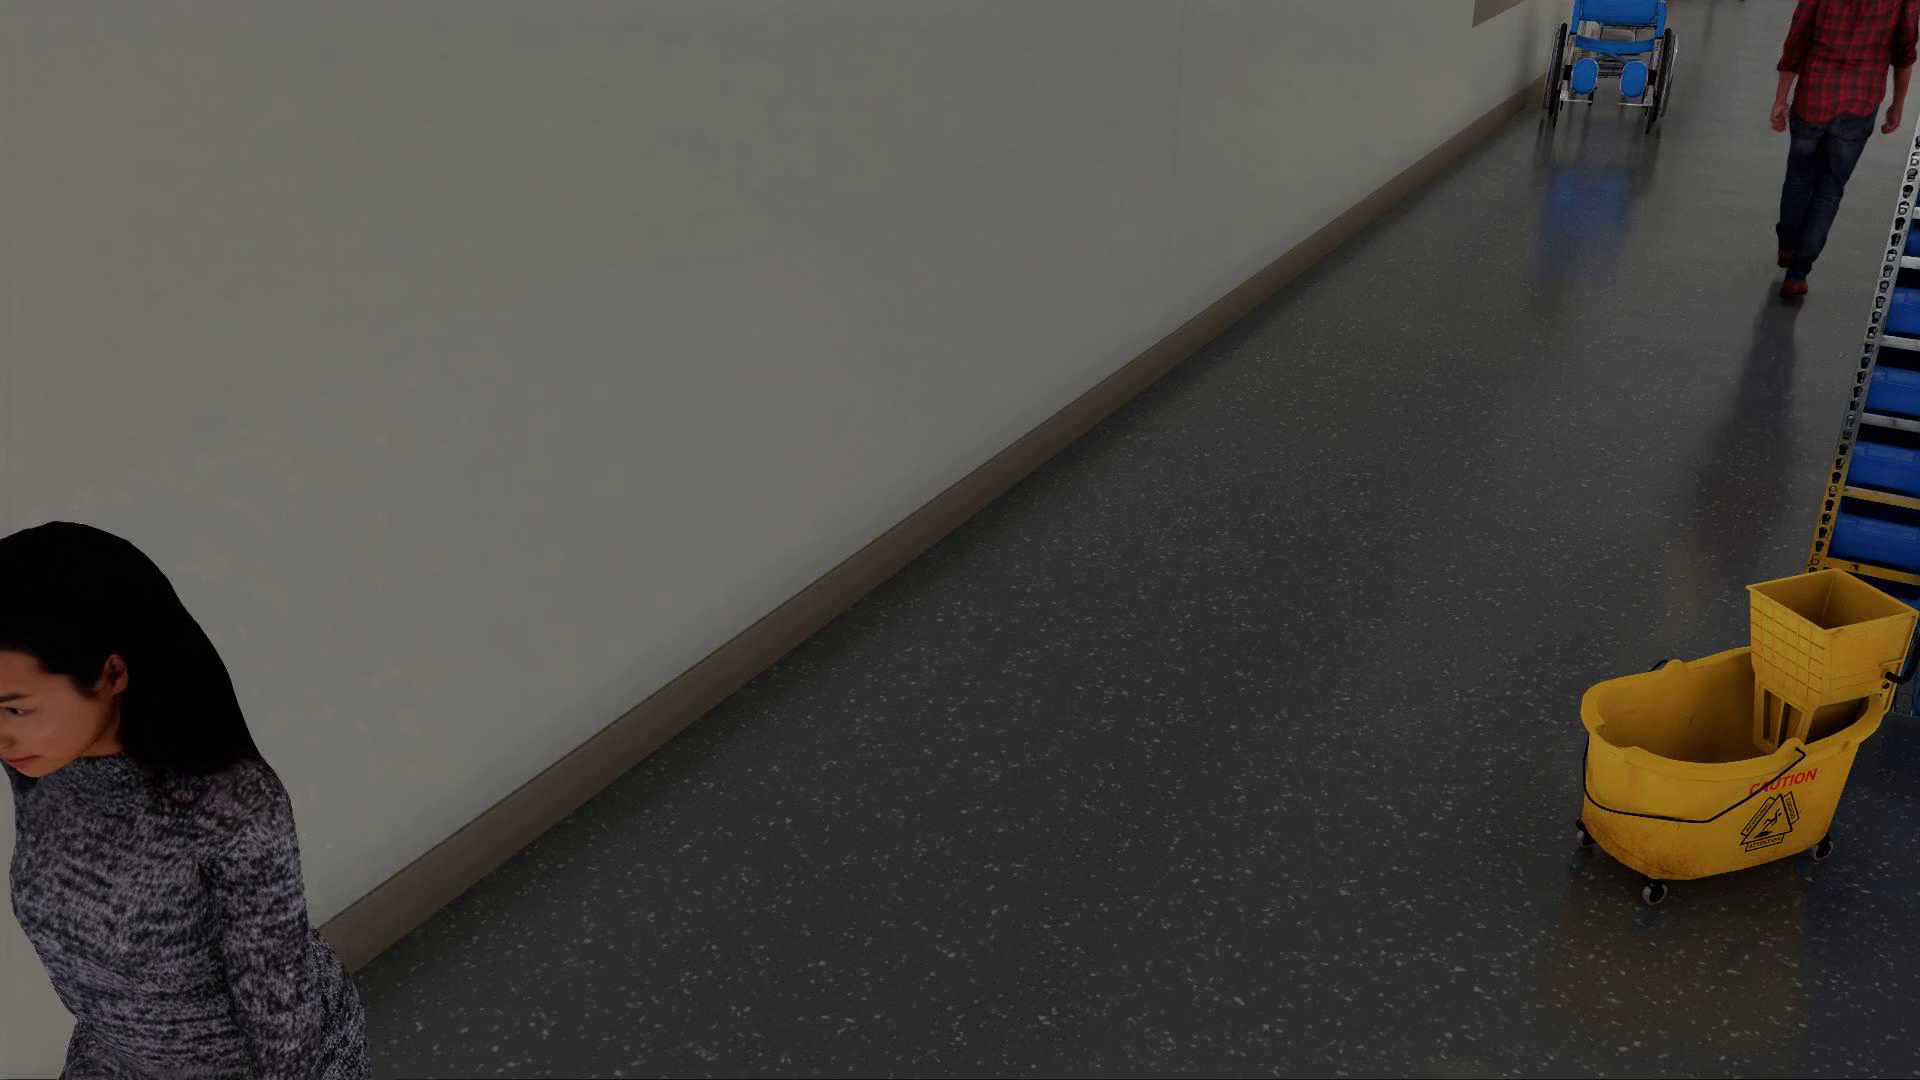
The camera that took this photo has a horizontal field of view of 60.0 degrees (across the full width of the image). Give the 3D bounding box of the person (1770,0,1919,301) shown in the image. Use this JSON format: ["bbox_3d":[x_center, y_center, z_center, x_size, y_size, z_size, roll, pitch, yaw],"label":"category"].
[{"bbox_3d":[4.079,-2.020,7.774,1.015,1.802,0.840,18,31,32],"label":"person"}]

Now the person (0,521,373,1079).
[{"bbox_3d":[-0.937,0.688,2.275,0.800,1.702,0.792,12,28,23],"label":"person"}]
